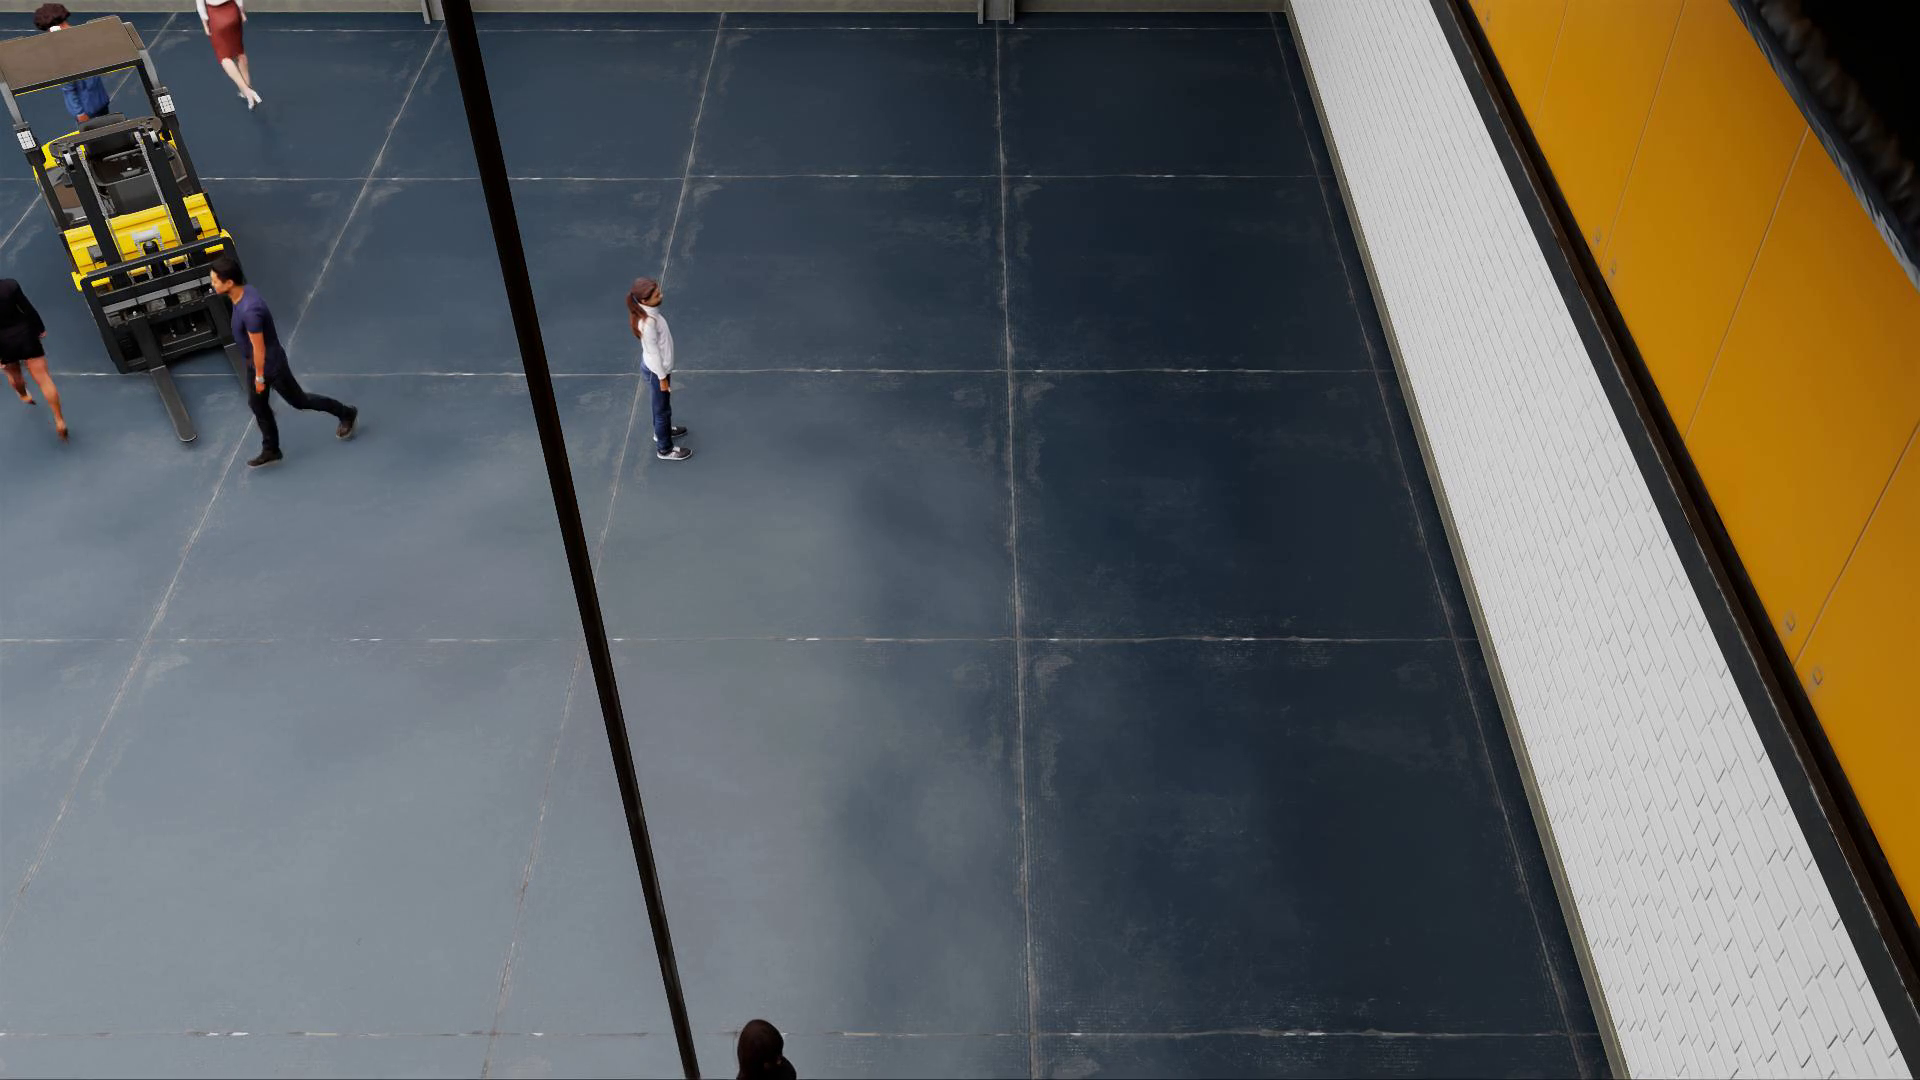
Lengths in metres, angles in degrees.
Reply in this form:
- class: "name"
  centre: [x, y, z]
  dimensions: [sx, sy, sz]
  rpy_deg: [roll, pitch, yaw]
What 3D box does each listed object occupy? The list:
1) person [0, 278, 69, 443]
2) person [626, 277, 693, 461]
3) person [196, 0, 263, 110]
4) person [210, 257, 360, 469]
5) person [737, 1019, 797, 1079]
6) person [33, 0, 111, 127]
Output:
- class: "person"
  centre: [-7.036, -1.412, 12.468]
  dimensions: [1.003, 1.608, 1.018]
  rpy_deg: [-30, 51, -27]
- class: "person"
  centre: [-2.263, -1.296, 12.382]
  dimensions: [0.581, 1.559, 0.573]
  rpy_deg: [-9, 44, -9]
- class: "person"
  centre: [-7.104, -4.991, 16.128]
  dimensions: [0.928, 1.742, 0.860]
  rpy_deg: [32, 52, 29]
- class: "person"
  centre: [-5.017, -1.335, 12.282]
  dimensions: [1.217, 1.754, 1.102]
  rpy_deg: [-31, 52, -29]
- class: "person"
  centre: [-0.948, 2.798, 8.025]
  dimensions: [0.540, 1.641, 0.594]
  rpy_deg: [5, 44, 5]
- class: "person"
  centre: [-7.897, -3.982, 15.020]
  dimensions: [0.559, 1.810, 0.678]
  rpy_deg: [2, 44, 2]
